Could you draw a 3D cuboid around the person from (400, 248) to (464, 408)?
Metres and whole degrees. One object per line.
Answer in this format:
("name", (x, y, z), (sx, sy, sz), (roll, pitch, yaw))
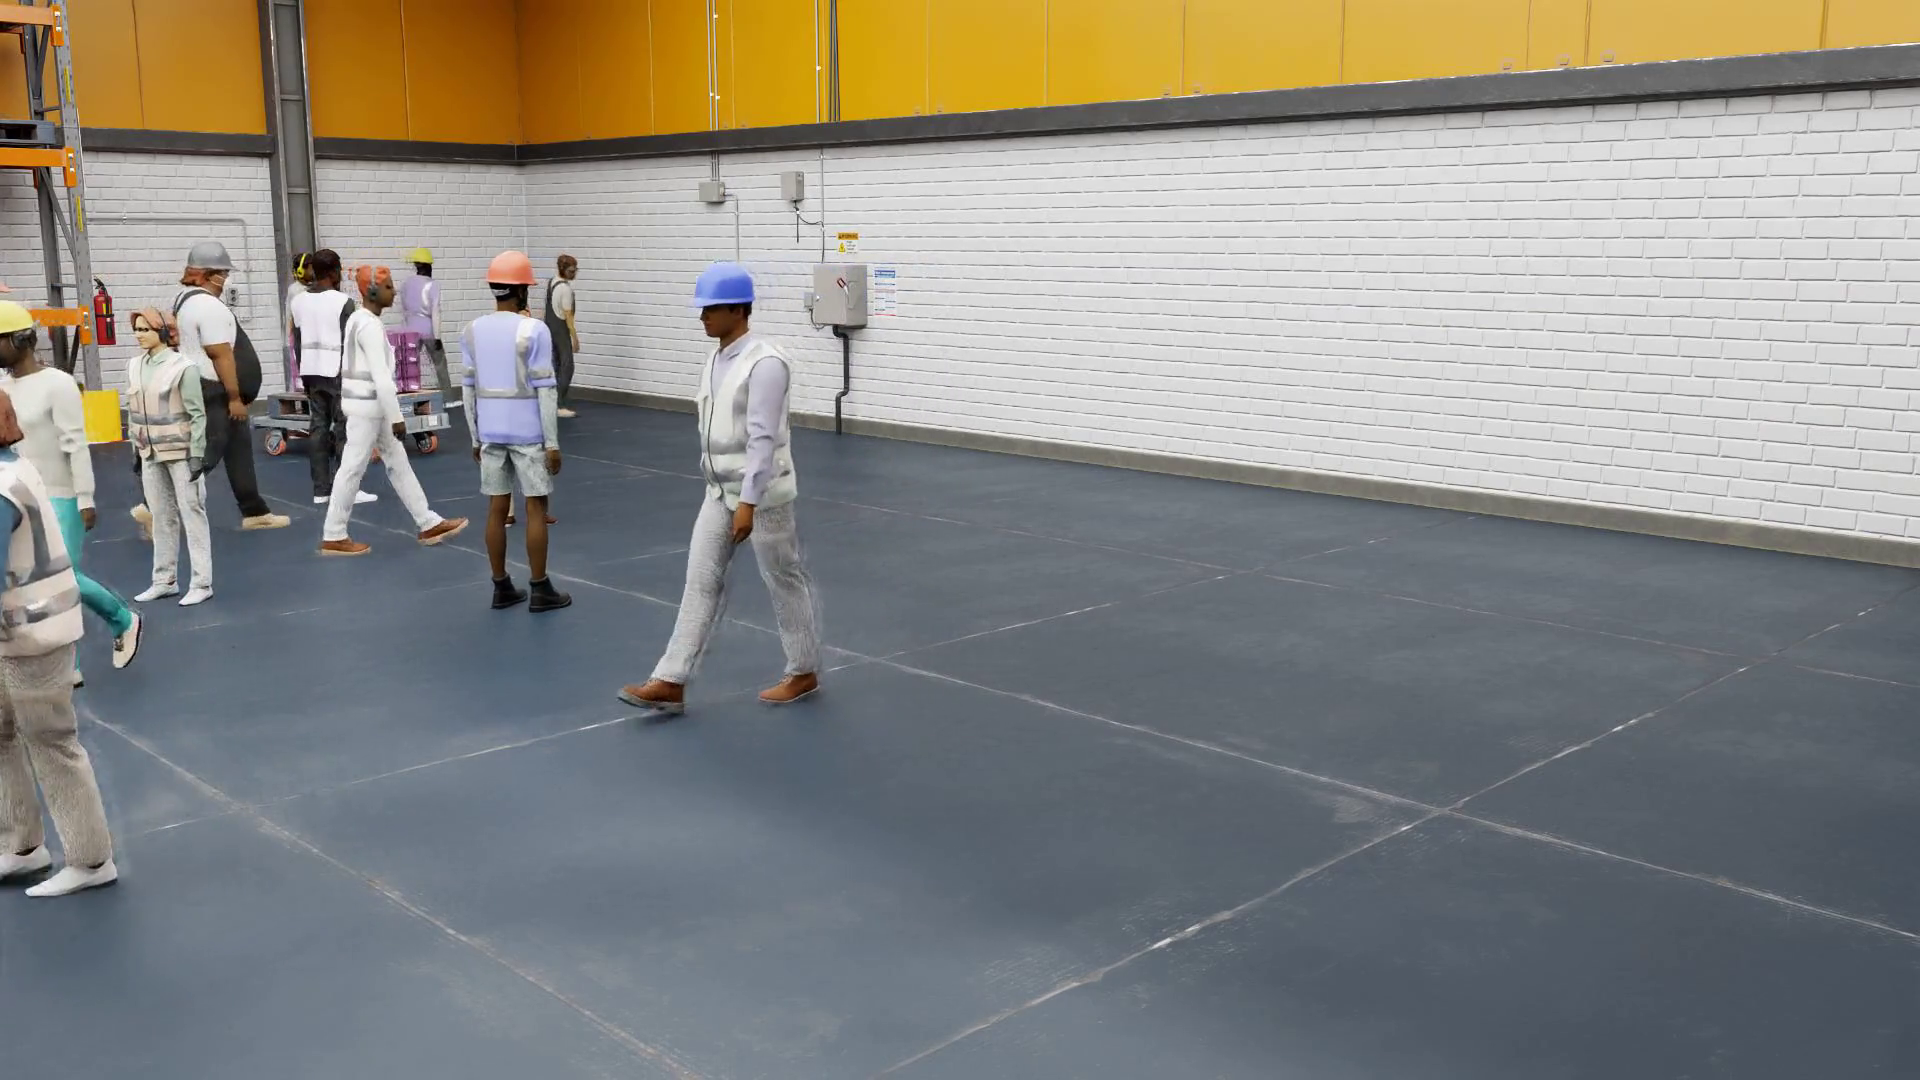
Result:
("person", (-6.197, -2.411, 19.157), (0.611, 1.879, 1.002), (5, 11, 23))

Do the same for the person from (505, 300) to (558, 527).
("person", (-3.068, -0.901, 11.565), (0.498, 1.633, 0.279), (1, 10, 6))

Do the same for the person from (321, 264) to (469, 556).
("person", (-3.649, -0.819, 10.575), (0.970, 1.828, 0.599), (-4, 11, -21))

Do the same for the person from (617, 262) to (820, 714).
("person", (-0.986, -0.190, 6.931), (0.960, 1.898, 0.618), (-9, 13, -39))

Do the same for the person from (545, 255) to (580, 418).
("person", (-4.474, -2.277, 18.627), (0.345, 1.809, 0.657), (-7, 13, -34))

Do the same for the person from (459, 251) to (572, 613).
("person", (-2.394, -0.574, 8.963), (0.567, 1.935, 0.382), (3, 11, 17))

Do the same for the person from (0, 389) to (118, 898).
("person", (-2.876, 0.318, 4.979), (0.572, 1.618, 0.522), (-5, 12, -26))

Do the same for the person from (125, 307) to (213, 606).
("person", (-4.338, -0.456, 9.121), (0.514, 1.641, 0.315), (4, 11, 22))

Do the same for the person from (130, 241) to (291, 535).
("person", (-5.077, -1.021, 11.111), (0.962, 2.000, 0.674), (-6, 12, -31))

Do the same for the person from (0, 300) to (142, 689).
("person", (-4.003, -0.188, 7.360), (0.553, 1.740, 0.488), (4, 11, 20))

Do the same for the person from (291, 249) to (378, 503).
("person", (-4.745, -1.220, 12.533), (0.590, 1.919, 0.391), (4, 11, 21))

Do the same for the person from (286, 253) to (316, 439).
("person", (-6.496, -1.910, 16.495), (0.515, 1.842, 0.678), (-3, 11, -18))

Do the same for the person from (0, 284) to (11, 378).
("person", (-4.609, -0.374, 7.863), (0.354, 1.939, 0.544), (-8, 13, -38))
